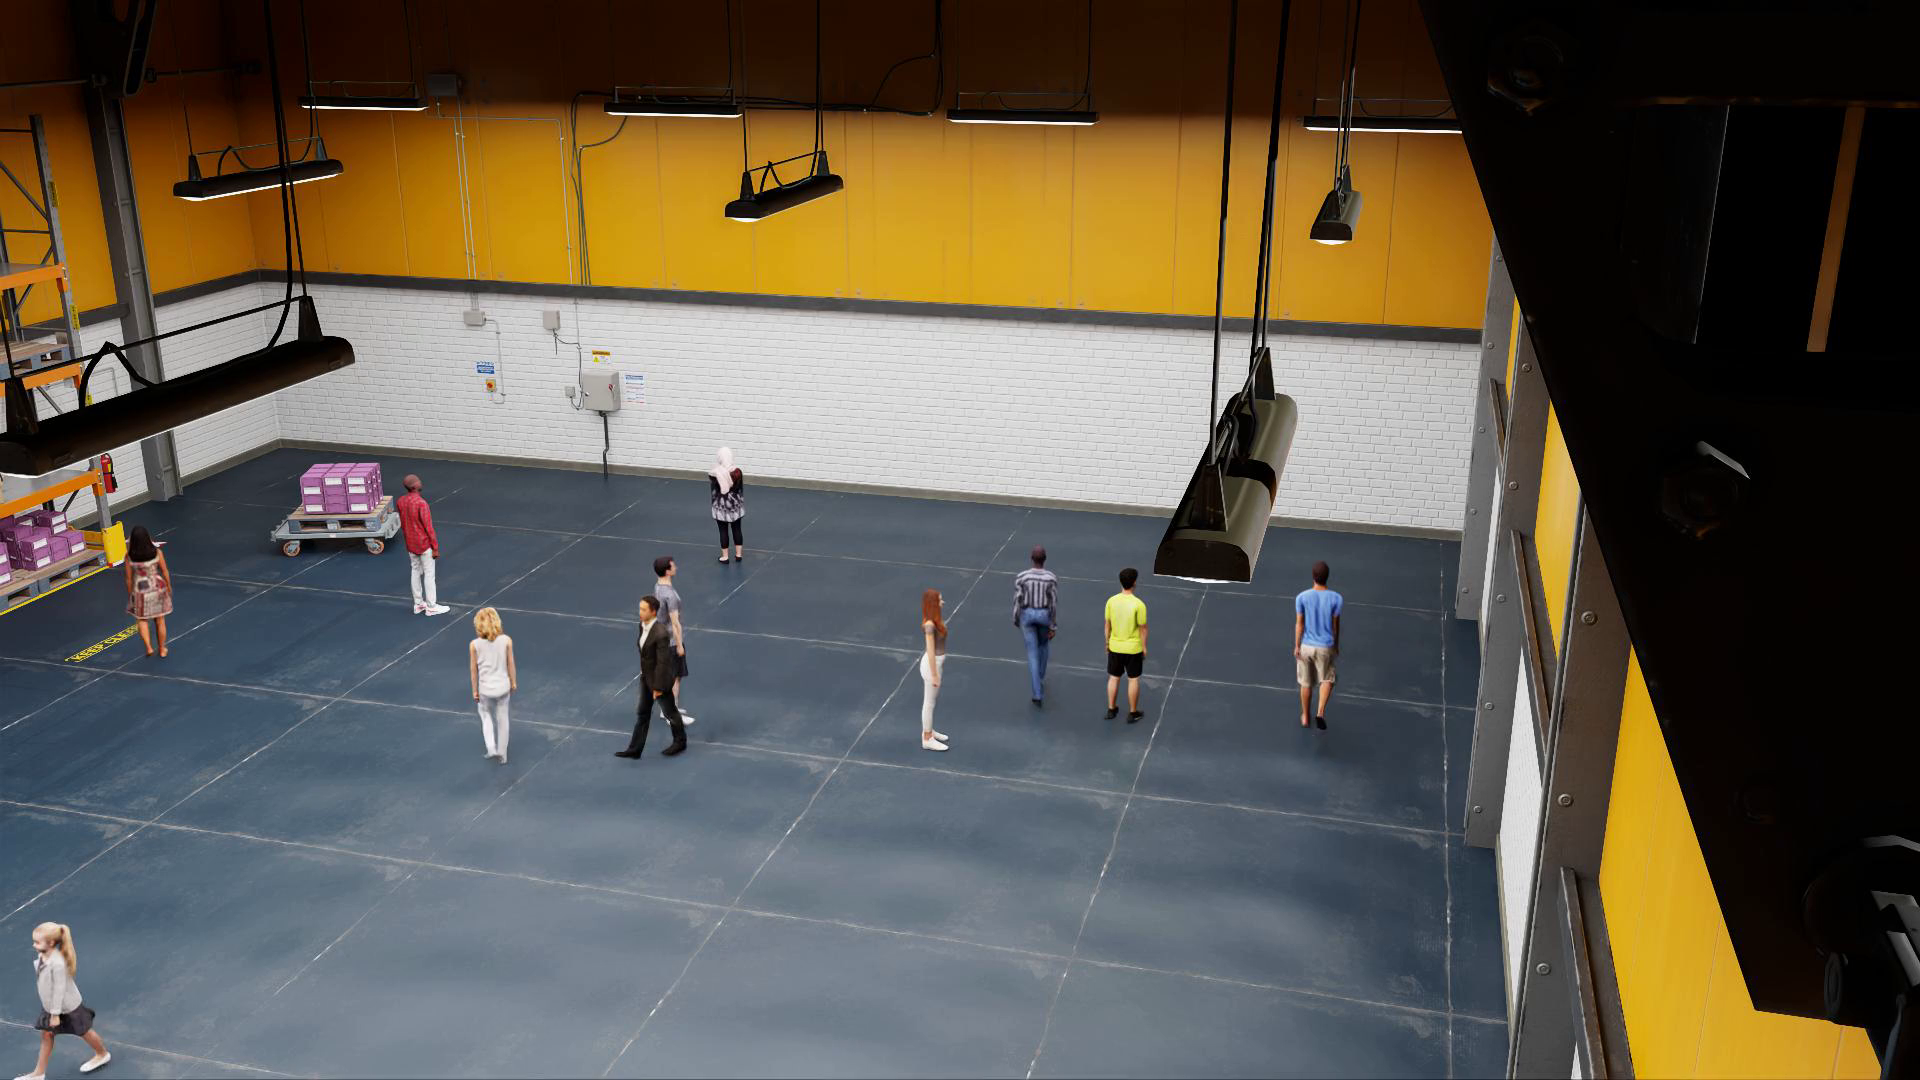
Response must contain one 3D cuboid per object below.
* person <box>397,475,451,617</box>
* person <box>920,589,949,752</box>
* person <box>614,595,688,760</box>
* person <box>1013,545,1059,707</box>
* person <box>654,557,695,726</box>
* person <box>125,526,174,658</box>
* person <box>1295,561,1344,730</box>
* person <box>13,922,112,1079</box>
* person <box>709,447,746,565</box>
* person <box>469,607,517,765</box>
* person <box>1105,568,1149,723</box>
[{"bbox_3d":[-6.780,0.047,20.872,0.723,1.819,0.679,11,21,29],"label":"person"},{"bbox_3d":[-0.292,1.323,17.232,0.688,1.724,0.517,2,19,4],"label":"person"},{"bbox_3d":[-3.010,1.385,16.968,1.154,1.775,1.036,-15,24,-38],"label":"person"},{"bbox_3d":[0.844,0.973,18.218,0.877,1.758,1.165,-2,19,-6],"label":"person"},{"bbox_3d":[-3.118,1.055,17.795,0.789,1.872,0.714,-9,21,-25],"label":"person"},{"bbox_3d":[-9.460,0.632,19.417,0.822,1.639,0.873,-9,21,-25],"label":"person"},{"bbox_3d":[3.764,1.161,17.519,0.636,1.847,0.823,5,19,15],"label":"person"},{"bbox_3d":[-6.435,3.326,12.037,0.768,1.244,0.933,17,25,41],"label":"person"},{"bbox_3d":[-3.170,-0.482,22.727,0.751,1.638,0.806,-9,21,-25],"label":"person"},{"bbox_3d":[-4.699,1.500,16.803,0.693,1.663,0.728,-6,20,-18],"label":"person"},{"bbox_3d":[1.782,1.119,17.864,0.665,1.707,0.582,9,21,25],"label":"person"}]
